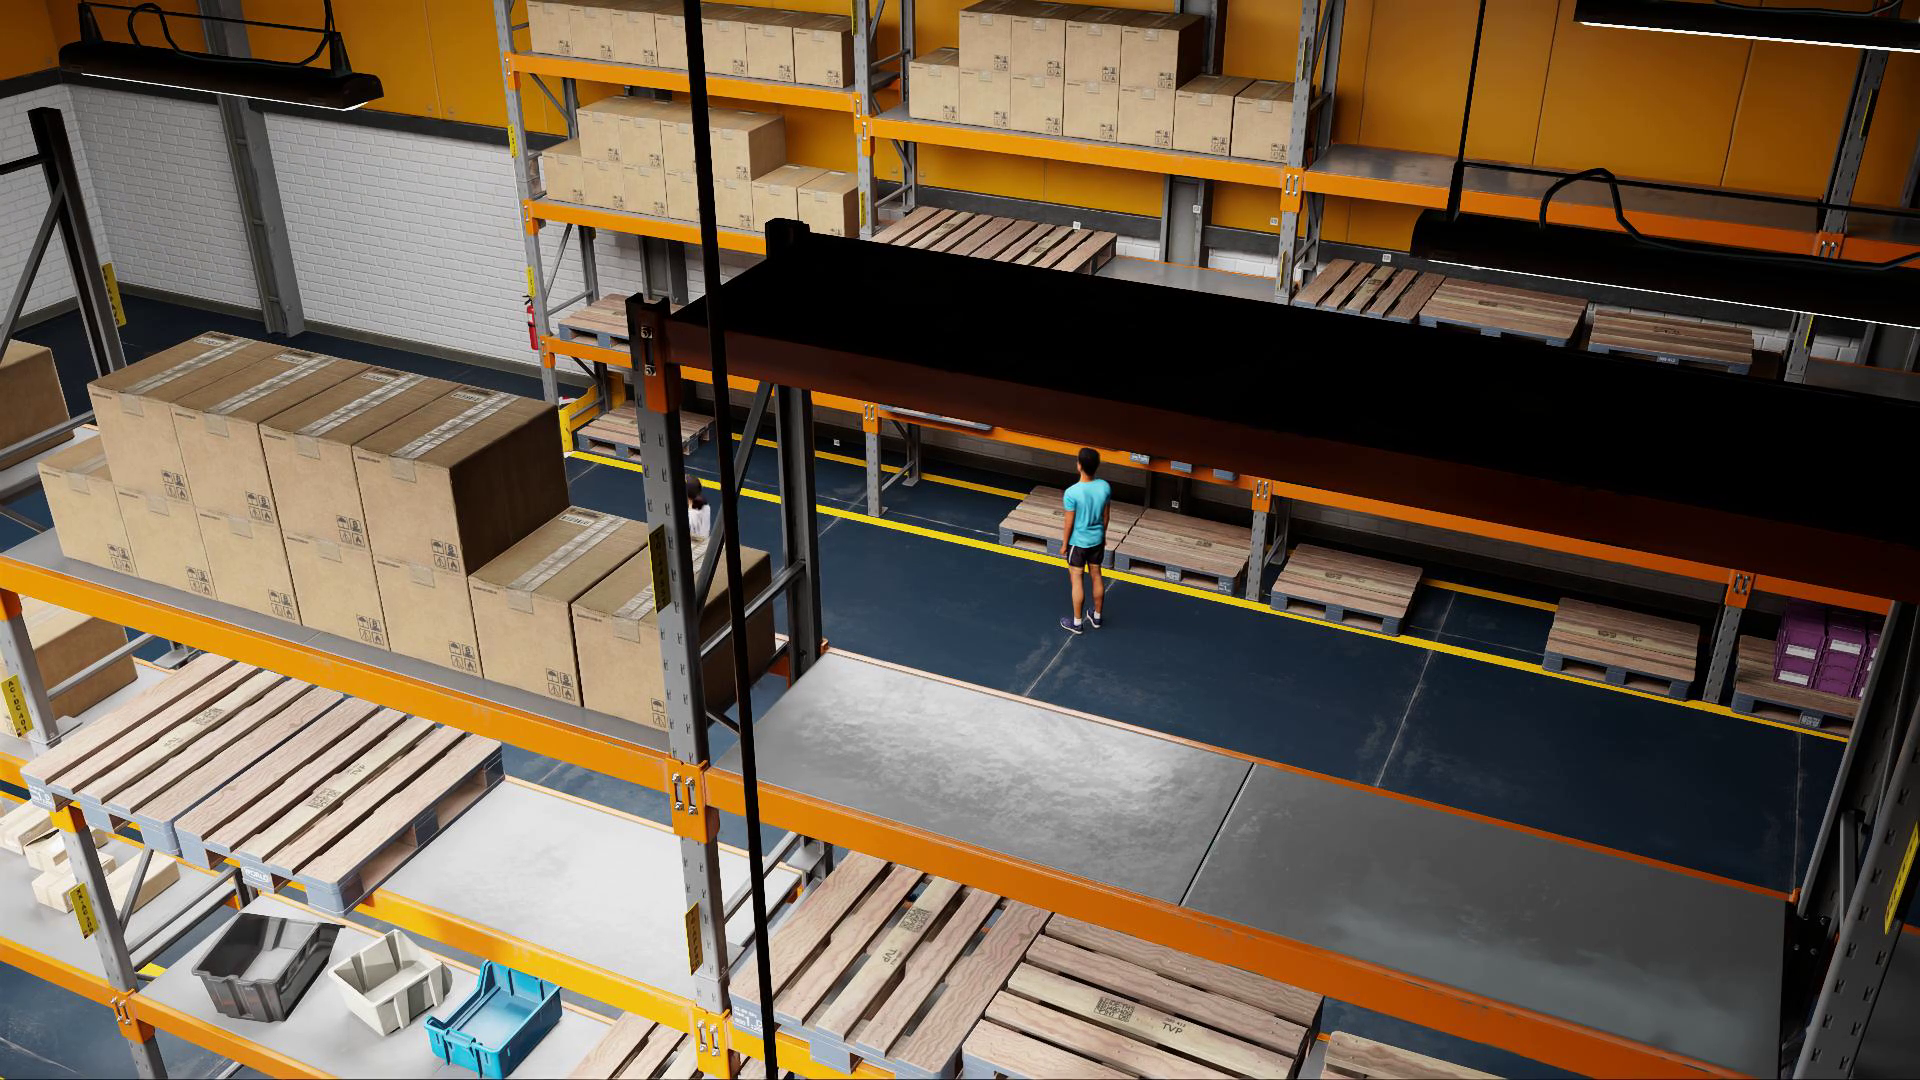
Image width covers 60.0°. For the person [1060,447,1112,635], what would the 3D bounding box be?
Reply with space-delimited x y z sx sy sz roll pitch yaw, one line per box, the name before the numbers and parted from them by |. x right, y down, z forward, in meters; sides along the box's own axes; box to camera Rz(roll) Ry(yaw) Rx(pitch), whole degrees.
person | 1.123 0.008 14.746 0.689 1.774 0.718 -14 31 -23

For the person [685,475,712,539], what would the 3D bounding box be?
person | -2.196 0.279 14.264 0.691 1.760 0.689 19 34 30
